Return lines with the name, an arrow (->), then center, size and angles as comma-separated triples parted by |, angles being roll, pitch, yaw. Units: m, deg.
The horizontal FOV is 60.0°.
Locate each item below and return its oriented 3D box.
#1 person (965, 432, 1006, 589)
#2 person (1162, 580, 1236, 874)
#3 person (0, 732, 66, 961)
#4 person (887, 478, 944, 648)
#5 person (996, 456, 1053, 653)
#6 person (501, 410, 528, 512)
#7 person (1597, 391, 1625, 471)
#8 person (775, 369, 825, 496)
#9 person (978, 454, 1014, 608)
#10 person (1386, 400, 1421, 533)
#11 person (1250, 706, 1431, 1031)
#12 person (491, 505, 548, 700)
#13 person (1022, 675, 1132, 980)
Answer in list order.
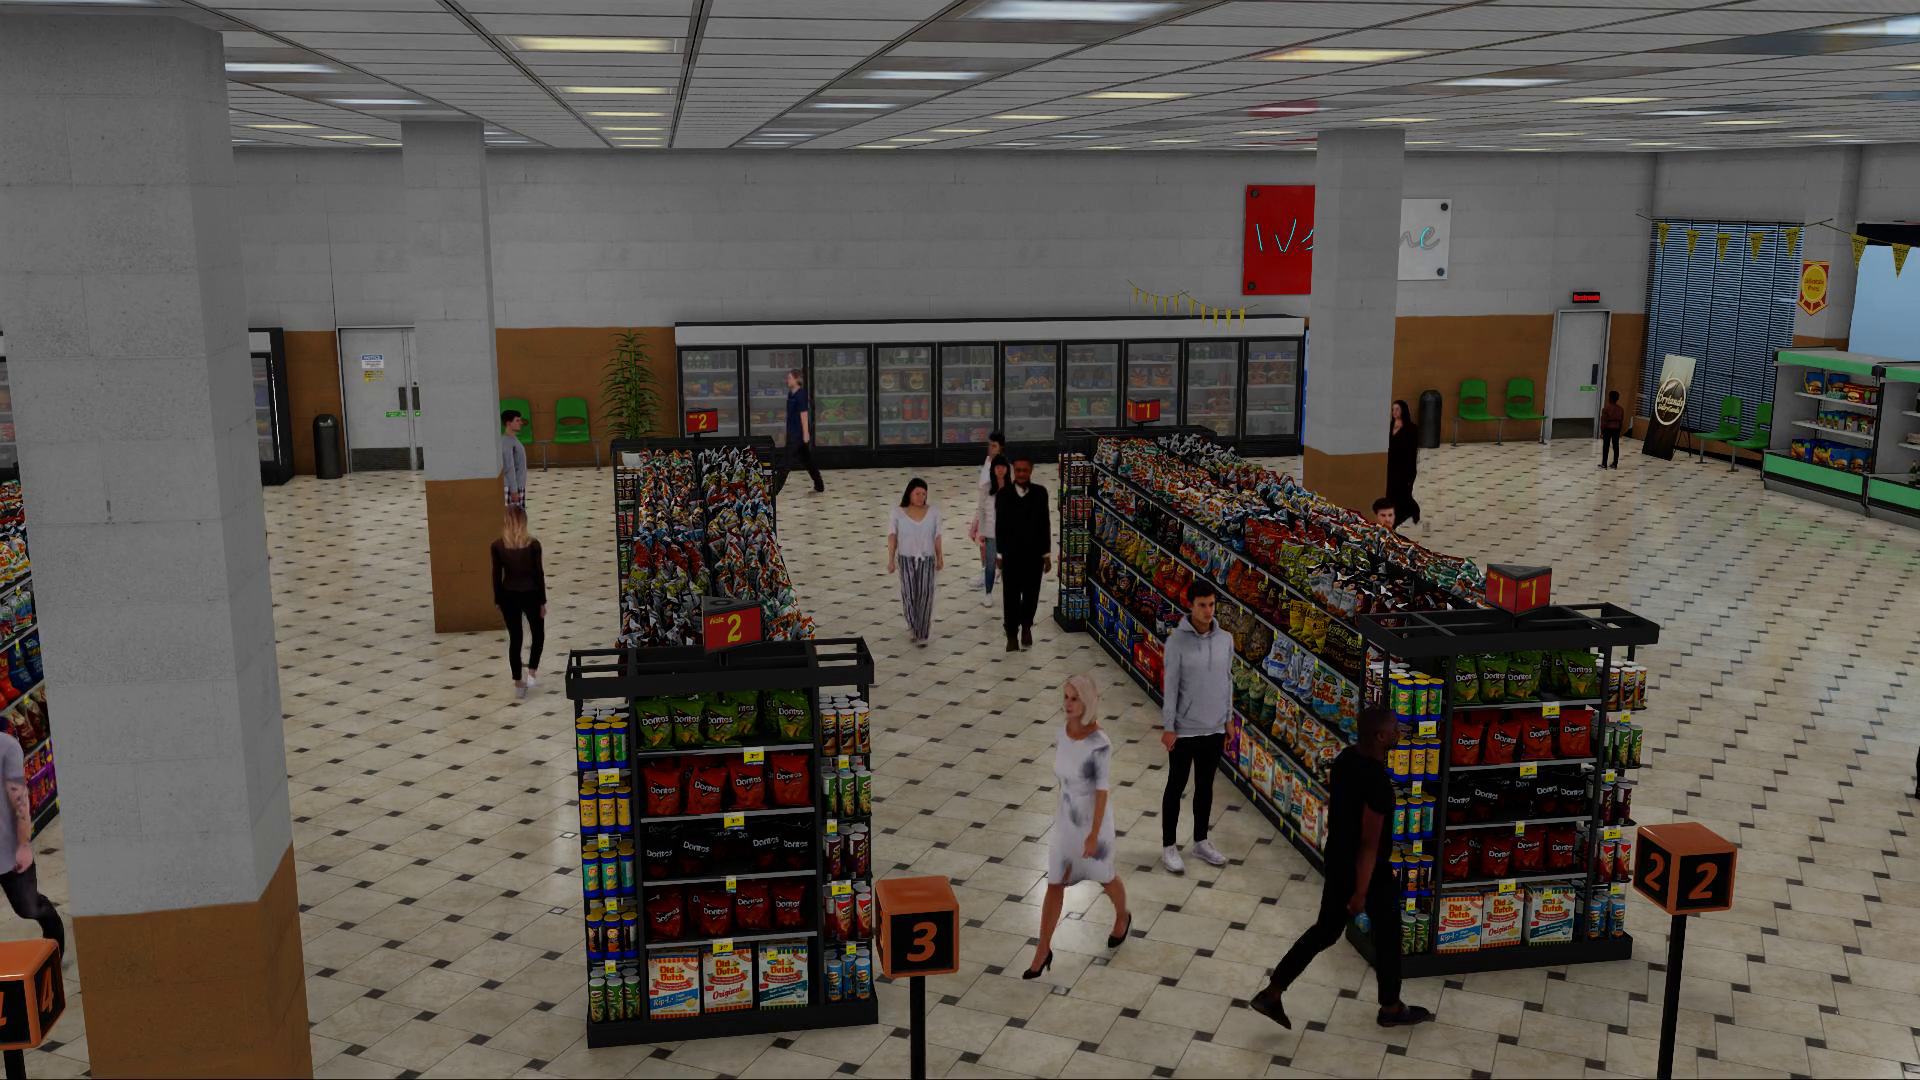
person -> 0.404, -0.320, 18.422 | 0.736, 1.755, 0.759 | -1, 12, -4
person -> 1.536, 1.187, 10.842 | 0.737, 1.929, 0.663 | -5, 13, -23
person -> -5.194, 1.643, 8.963 | 0.686, 1.812, 1.127 | -2, 12, -8
person -> -0.430, 0.197, 16.243 | 0.773, 1.641, 1.034 | -1, 12, -2
person -> 0.614, 0.116, 16.067 | 0.786, 1.872, 1.108 | -1, 12, -3
person -> -5.272, -0.624, 19.642 | 0.701, 1.847, 0.480 | -1, 12, -6
person -> 10.355, -1.750, 26.435 | 0.534, 1.252, 0.496 | -1, 12, -3
person -> -2.246, -1.500, 23.880 | 0.853, 1.816, 1.165 | -4, 13, -18
person -> 0.429, -0.106, 17.694 | 0.615, 1.636, 0.531 | -2, 12, -11
person -> 5.660, -0.911, 21.260 | 0.916, 1.743, 0.865 | -10, 15, -39
person -> 1.957, 1.743, 8.570 | 0.756, 1.778, 1.158 | -3, 12, -13
person -> -3.829, 0.556, 14.423 | 0.662, 1.690, 0.622 | 0, 12, -1
person -> 0.764, 1.605, 9.421 | 1.106, 1.698, 1.081 | 11, 16, 41
